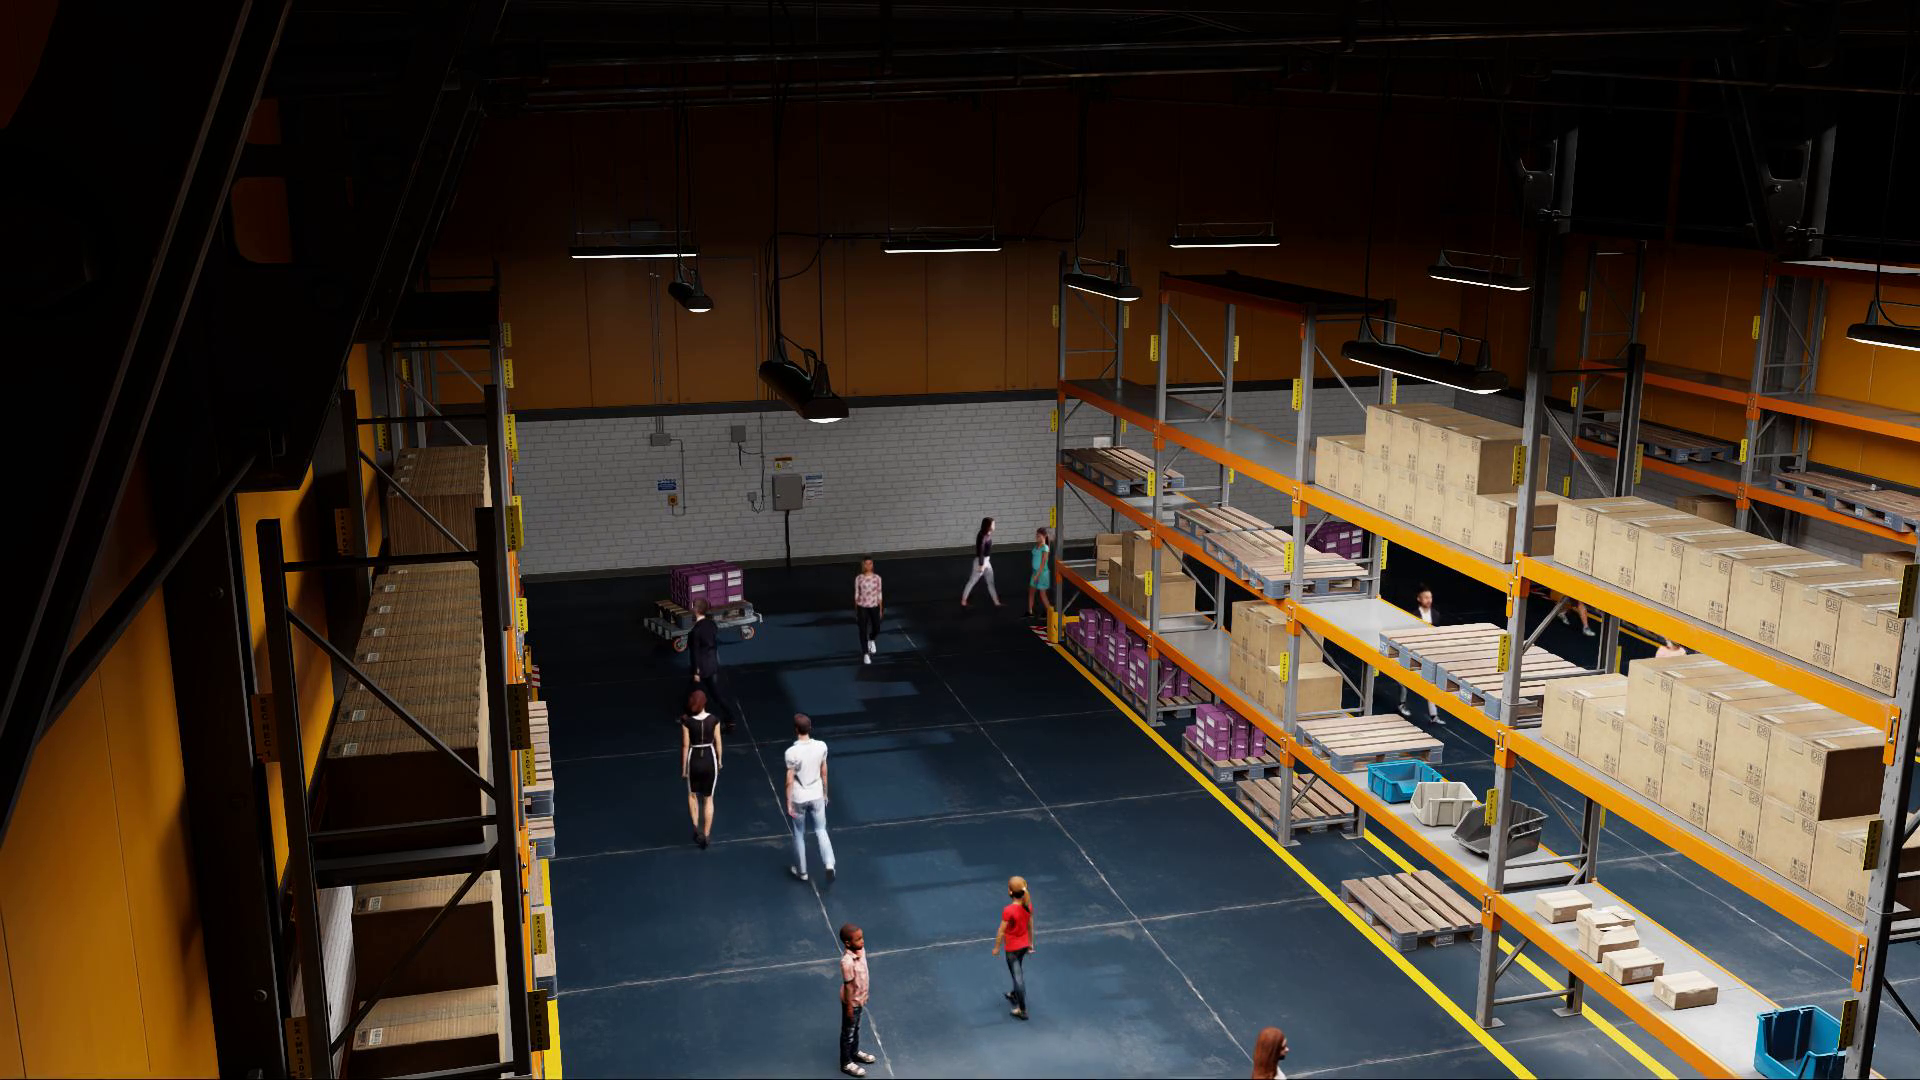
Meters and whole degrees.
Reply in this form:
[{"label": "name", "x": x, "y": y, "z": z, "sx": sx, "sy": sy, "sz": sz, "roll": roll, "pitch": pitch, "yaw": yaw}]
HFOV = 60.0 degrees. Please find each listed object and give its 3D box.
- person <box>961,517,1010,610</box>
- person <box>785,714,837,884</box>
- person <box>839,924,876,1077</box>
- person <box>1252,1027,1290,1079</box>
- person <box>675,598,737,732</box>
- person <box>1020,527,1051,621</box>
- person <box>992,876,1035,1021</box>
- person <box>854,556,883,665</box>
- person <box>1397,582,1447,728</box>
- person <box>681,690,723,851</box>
[{"label": "person", "x": 0.312, "y": 0.415, "z": 27.397, "sx": 0.971, "sy": 1.556, "sz": 1.070, "roll": 3, "pitch": 14, "yaw": 11}, {"label": "person", "x": -1.541, "y": 2.723, "z": 17.273, "sx": 0.793, "sy": 1.835, "sz": 1.037, "roll": -7, "pitch": 15, "yaw": -28}, {"label": "person", "x": -0.900, "y": 3.810, "z": 13.902, "sx": 0.635, "sy": 1.308, "sz": 0.543, "roll": 4, "pitch": 14, "yaw": 15}, {"label": "person", "x": 2.104, "y": 4.165, "z": 11.563, "sx": 0.699, "sy": 1.721, "sz": 0.595, "roll": 3, "pitch": 14, "yaw": 13}, {"label": "person", "x": -3.280, "y": 1.659, "z": 21.763, "sx": 1.256, "sy": 1.789, "sz": 1.193, "roll": 7, "pitch": 15, "yaw": 28}, {"label": "person", "x": 1.366, "y": 0.553, "z": 26.874, "sx": 0.667, "sy": 1.535, "sz": 0.724, "roll": -5, "pitch": 14, "yaw": -20}, {"label": "person", "x": 0.550, "y": 3.621, "z": 14.702, "sx": 0.629, "sy": 1.299, "sz": 0.734, "roll": -12, "pitch": 18, "yaw": -40}, {"label": "person", "x": -1.384, "y": 1.010, "z": 24.799, "sx": 0.587, "sy": 1.622, "sz": 0.818, "roll": -3, "pitch": 14, "yaw": -11}, {"label": "person", "x": 6.060, "y": 1.510, "z": 22.163, "sx": 0.719, "sy": 1.892, "sz": 1.222, "roll": -4, "pitch": 14, "yaw": -16}, {"label": "person", "x": -2.811, "y": 2.534, "z": 18.159, "sx": 0.604, "sy": 1.785, "sz": 0.627, "roll": -3, "pitch": 14, "yaw": -12}]
